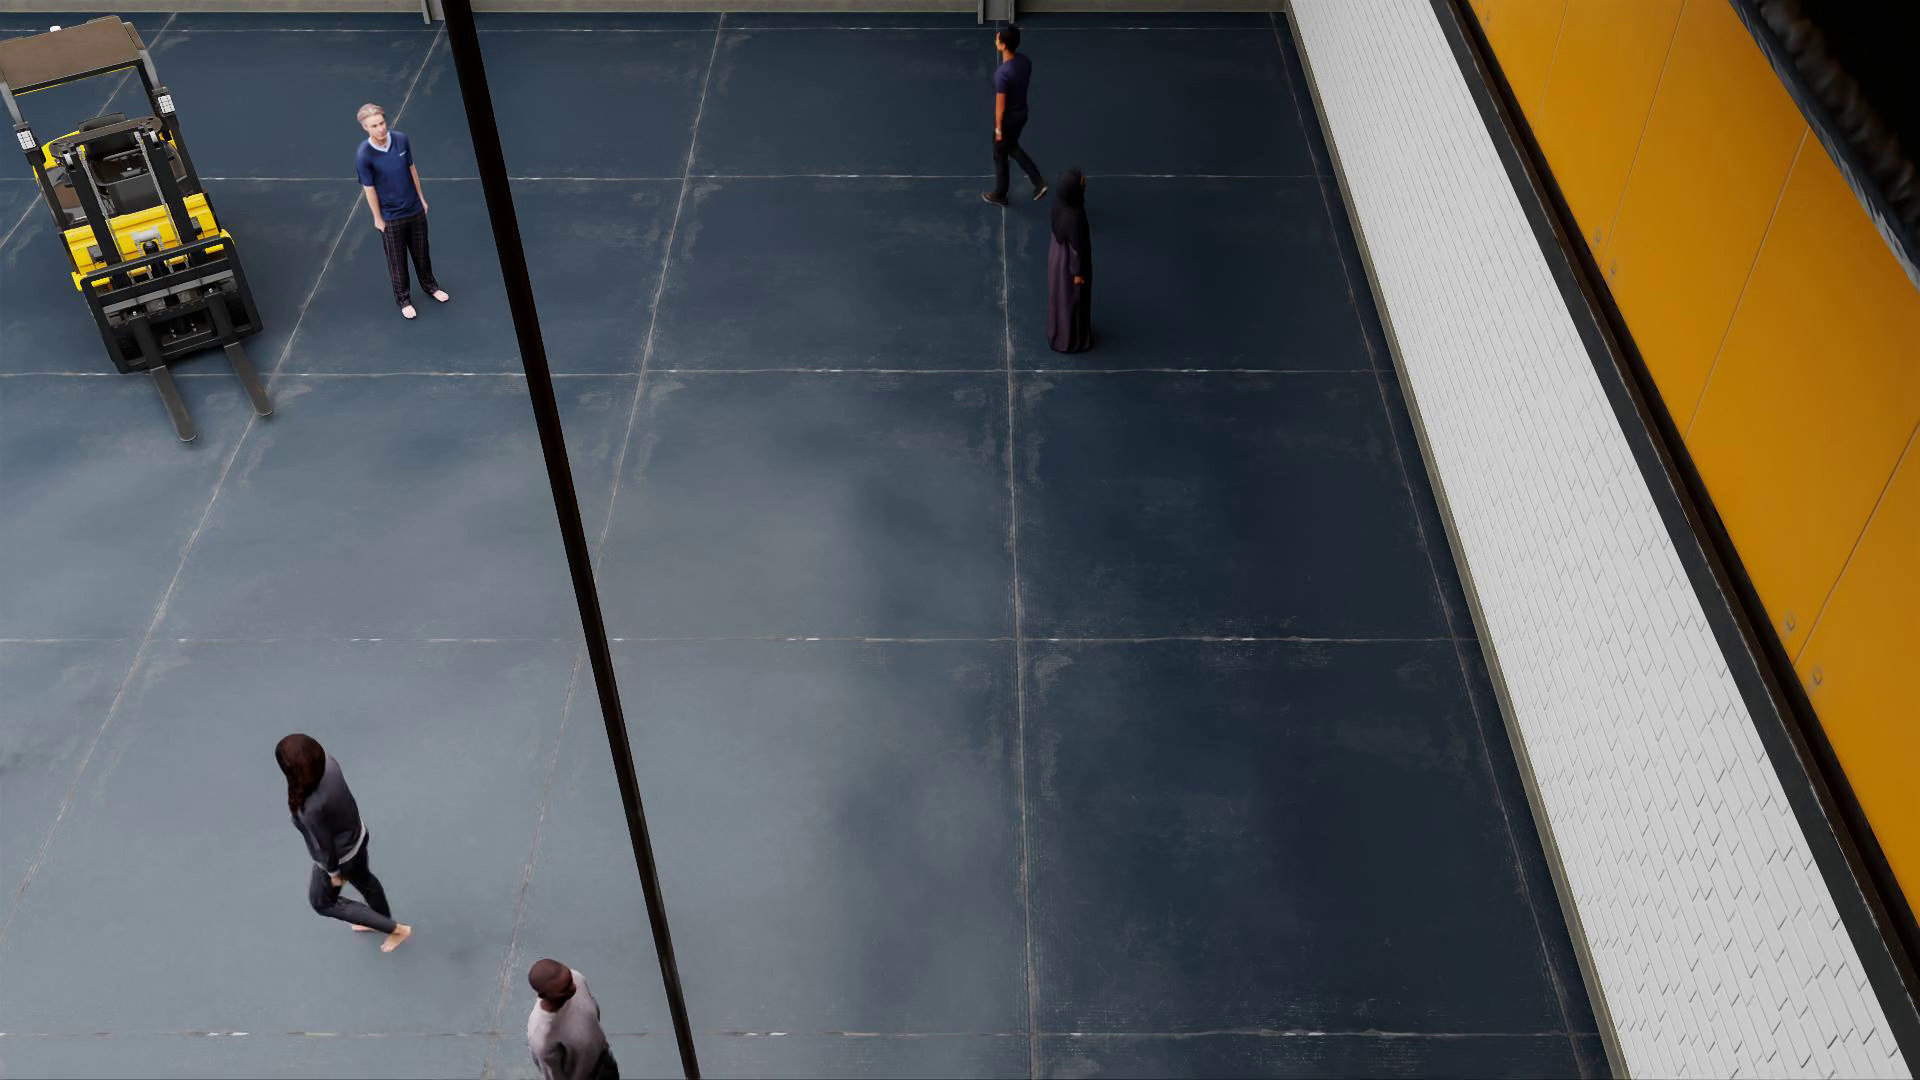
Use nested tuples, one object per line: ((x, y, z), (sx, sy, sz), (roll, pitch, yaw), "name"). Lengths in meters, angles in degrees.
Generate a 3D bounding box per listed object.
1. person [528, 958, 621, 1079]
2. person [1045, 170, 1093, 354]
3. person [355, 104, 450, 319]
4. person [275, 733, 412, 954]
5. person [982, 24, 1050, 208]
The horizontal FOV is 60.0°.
((-1.969, 2.572, 8.177), (0.916, 1.759, 0.744), (10, 45, 10), "person")
((0.876, -2.258, 13.351), (0.665, 1.615, 0.659), (-10, 45, -11), "person")
((-4.617, -2.721, 13.651), (0.776, 1.872, 0.727), (33, 52, 29), "person")
((-3.320, 1.672, 9.122), (0.690, 1.759, 0.607), (1, 44, 1), "person")
((0.518, -3.717, 14.763), (1.029, 1.781, 0.923), (25, 49, 24), "person")
